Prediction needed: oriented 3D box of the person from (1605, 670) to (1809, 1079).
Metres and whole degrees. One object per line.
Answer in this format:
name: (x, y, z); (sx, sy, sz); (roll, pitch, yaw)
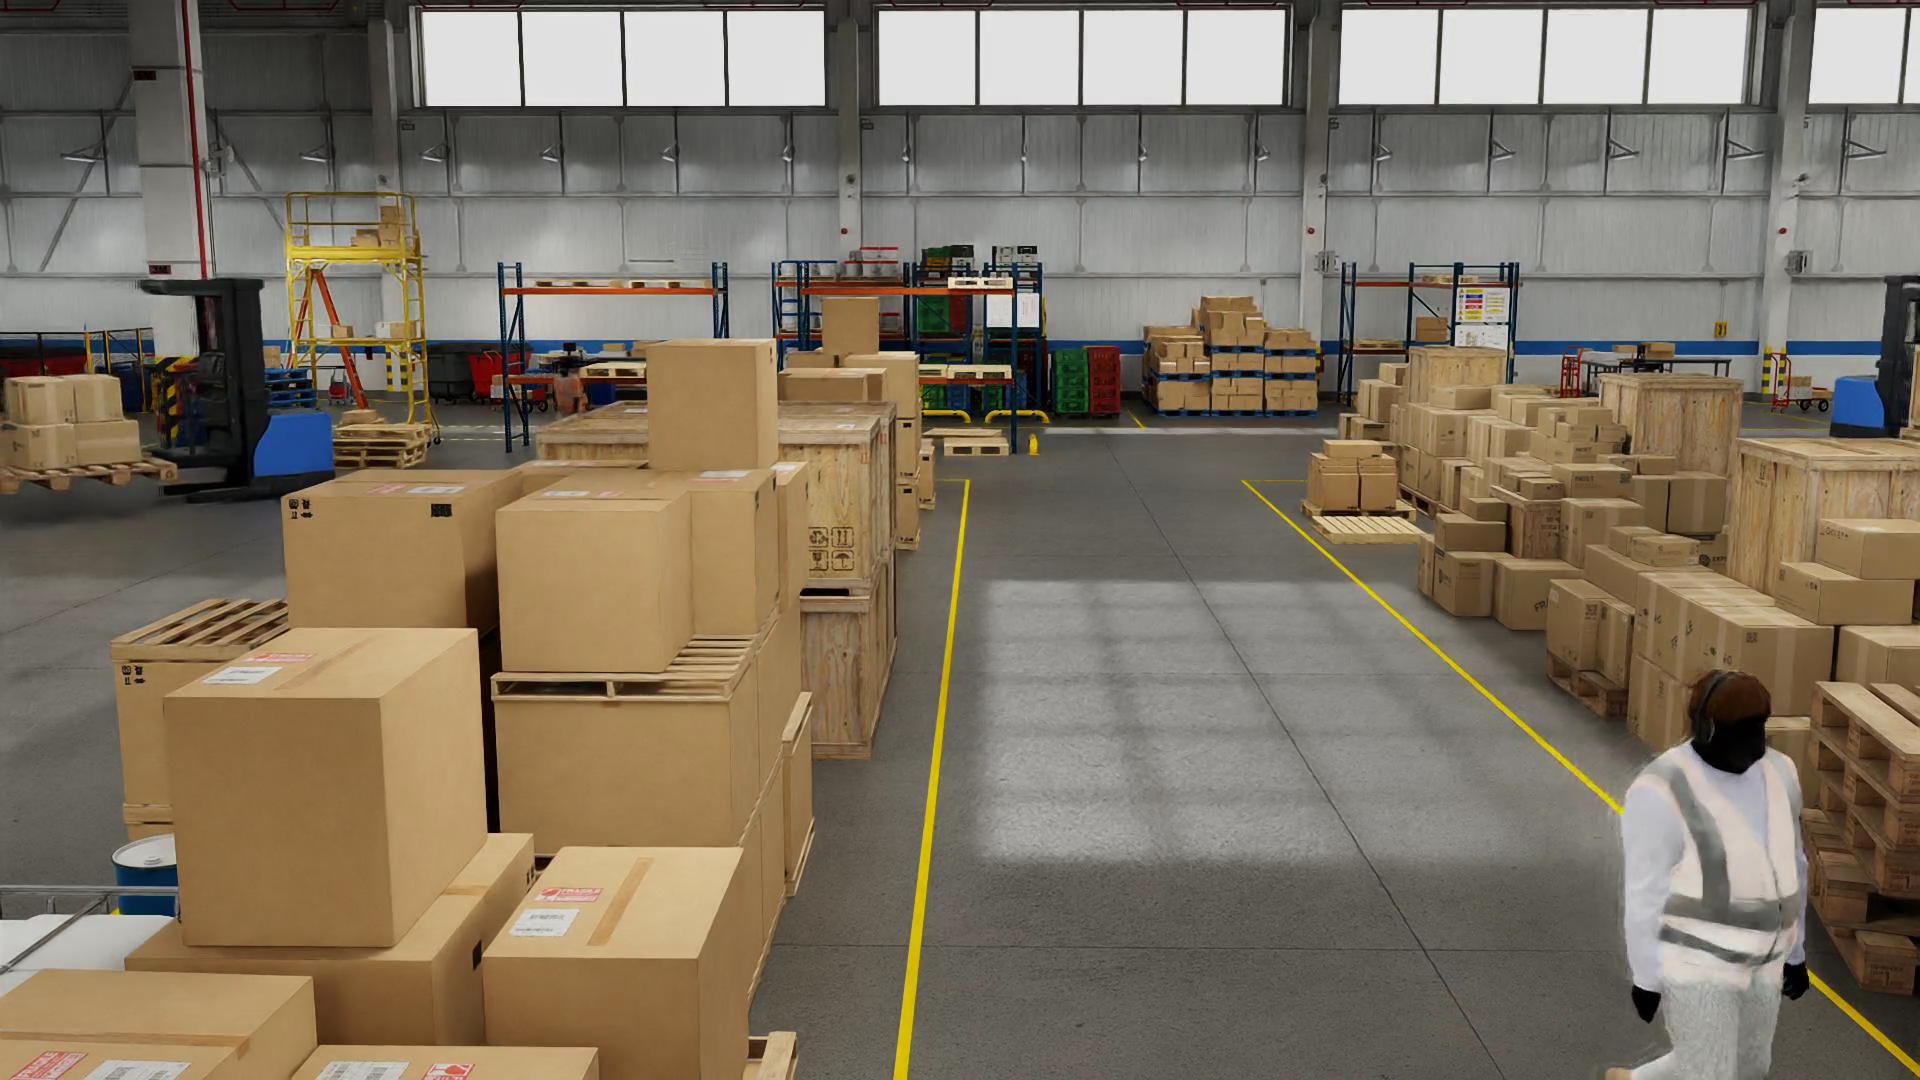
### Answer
person: (2.305, 1.272, 5.172); (0.630, 1.825, 0.749); (-4, 10, -24)

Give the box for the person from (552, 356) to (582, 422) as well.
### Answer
person: (-5.807, -1.908, 24.659); (0.549, 1.658, 0.620); (5, 11, 28)

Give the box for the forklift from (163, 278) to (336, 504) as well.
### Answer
forklift: (-9.217, -1.973, 21.451); (1.873, 2.768, 1.129); (-8, 12, -40)

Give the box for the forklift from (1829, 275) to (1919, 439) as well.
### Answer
forklift: (15.629, -2.985, 27.516); (1.129, 2.768, 1.873); (-4, 10, -22)
